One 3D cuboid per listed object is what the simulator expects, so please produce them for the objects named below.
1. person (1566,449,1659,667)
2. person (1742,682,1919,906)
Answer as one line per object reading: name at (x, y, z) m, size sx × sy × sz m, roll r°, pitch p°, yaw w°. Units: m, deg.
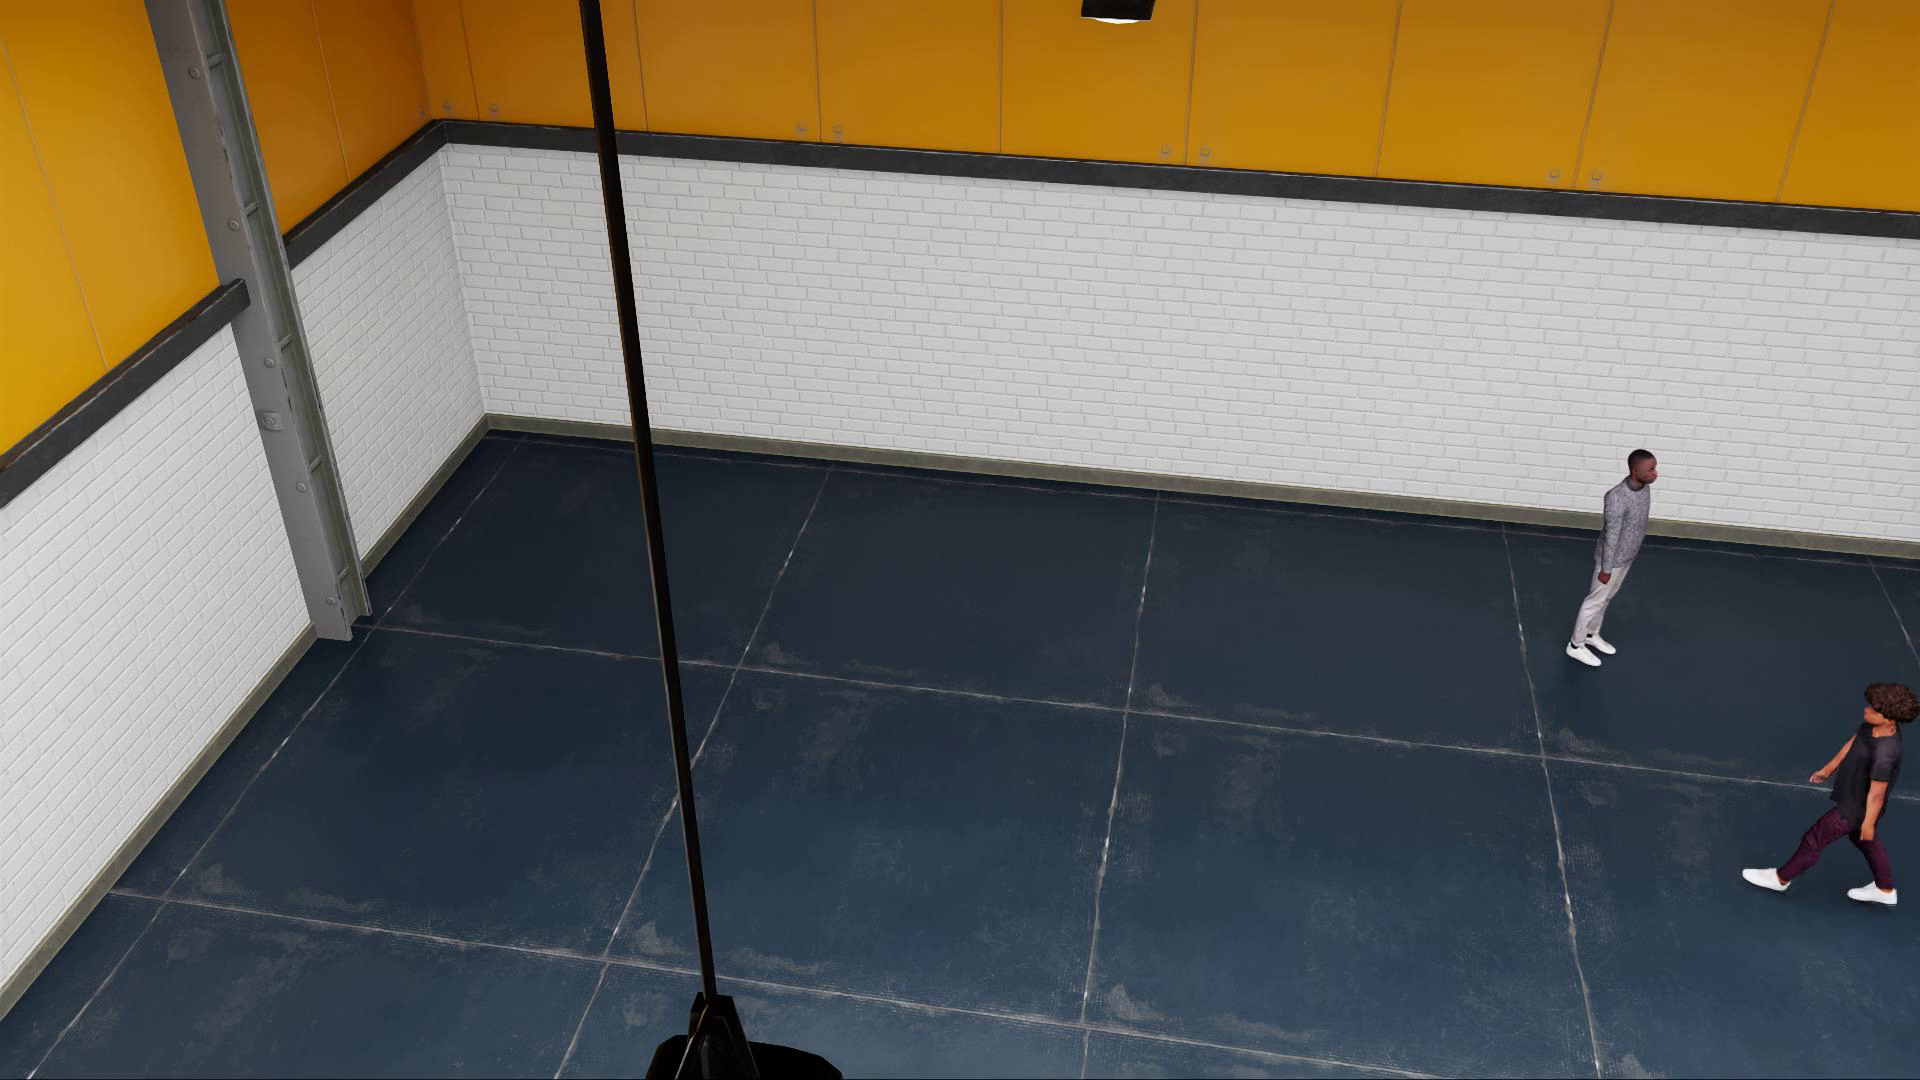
person at (4.910, 0.100, 12.498) m, size 0.802 × 1.835 × 0.677 m, roll 26°, pitch 42°, yaw 34°
person at (5.659, 1.619, 10.295) m, size 0.893 × 1.744 × 1.146 m, roll 15°, pitch 36°, yaw 21°
